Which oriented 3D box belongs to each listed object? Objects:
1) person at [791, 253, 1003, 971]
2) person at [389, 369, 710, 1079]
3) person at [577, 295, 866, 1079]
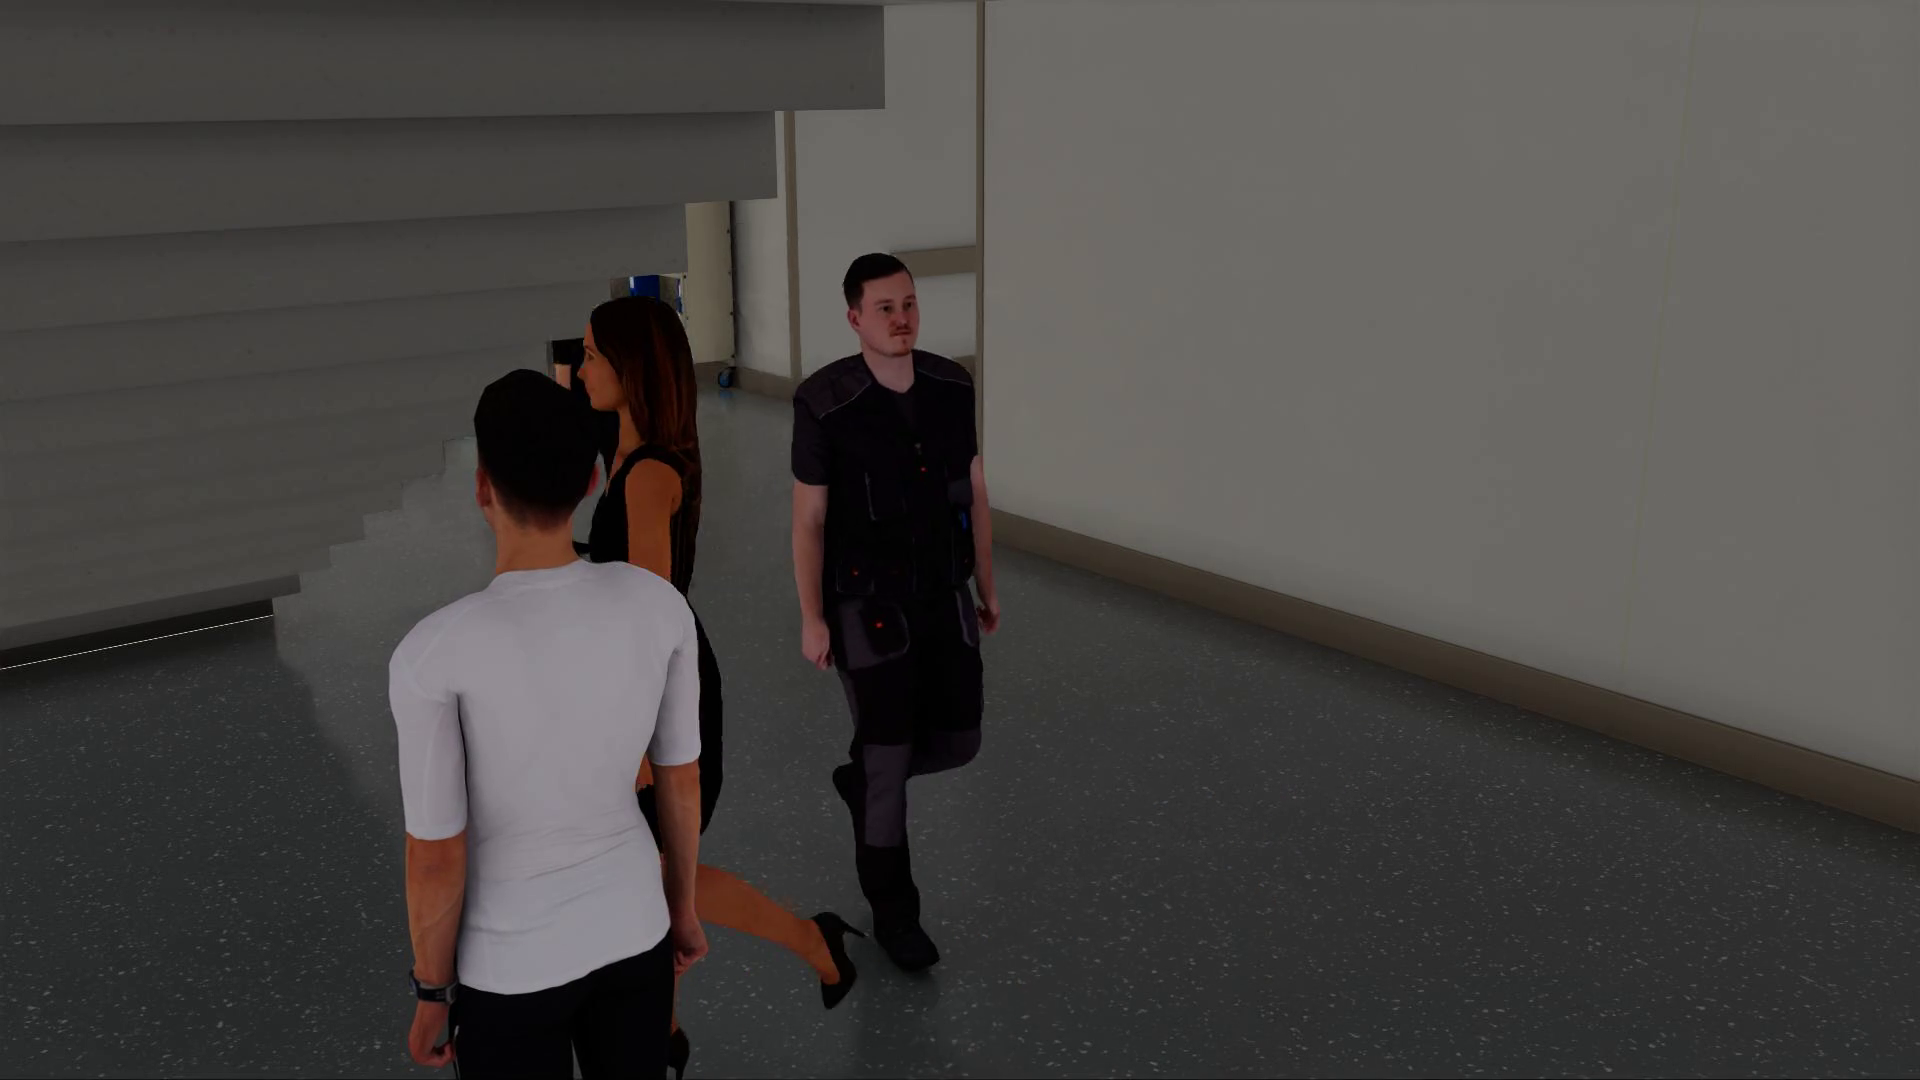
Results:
[{"bbox_3d":[-0.203,0.164,4.414,0.779,1.832,0.953,-11,19,-33],"label":"person"},{"bbox_3d":[-0.634,0.643,2.677,0.666,1.852,0.537,-13,20,-39],"label":"person"},{"bbox_3d":[-0.560,0.403,3.585,0.861,1.821,0.892,-4,16,-13],"label":"person"}]
